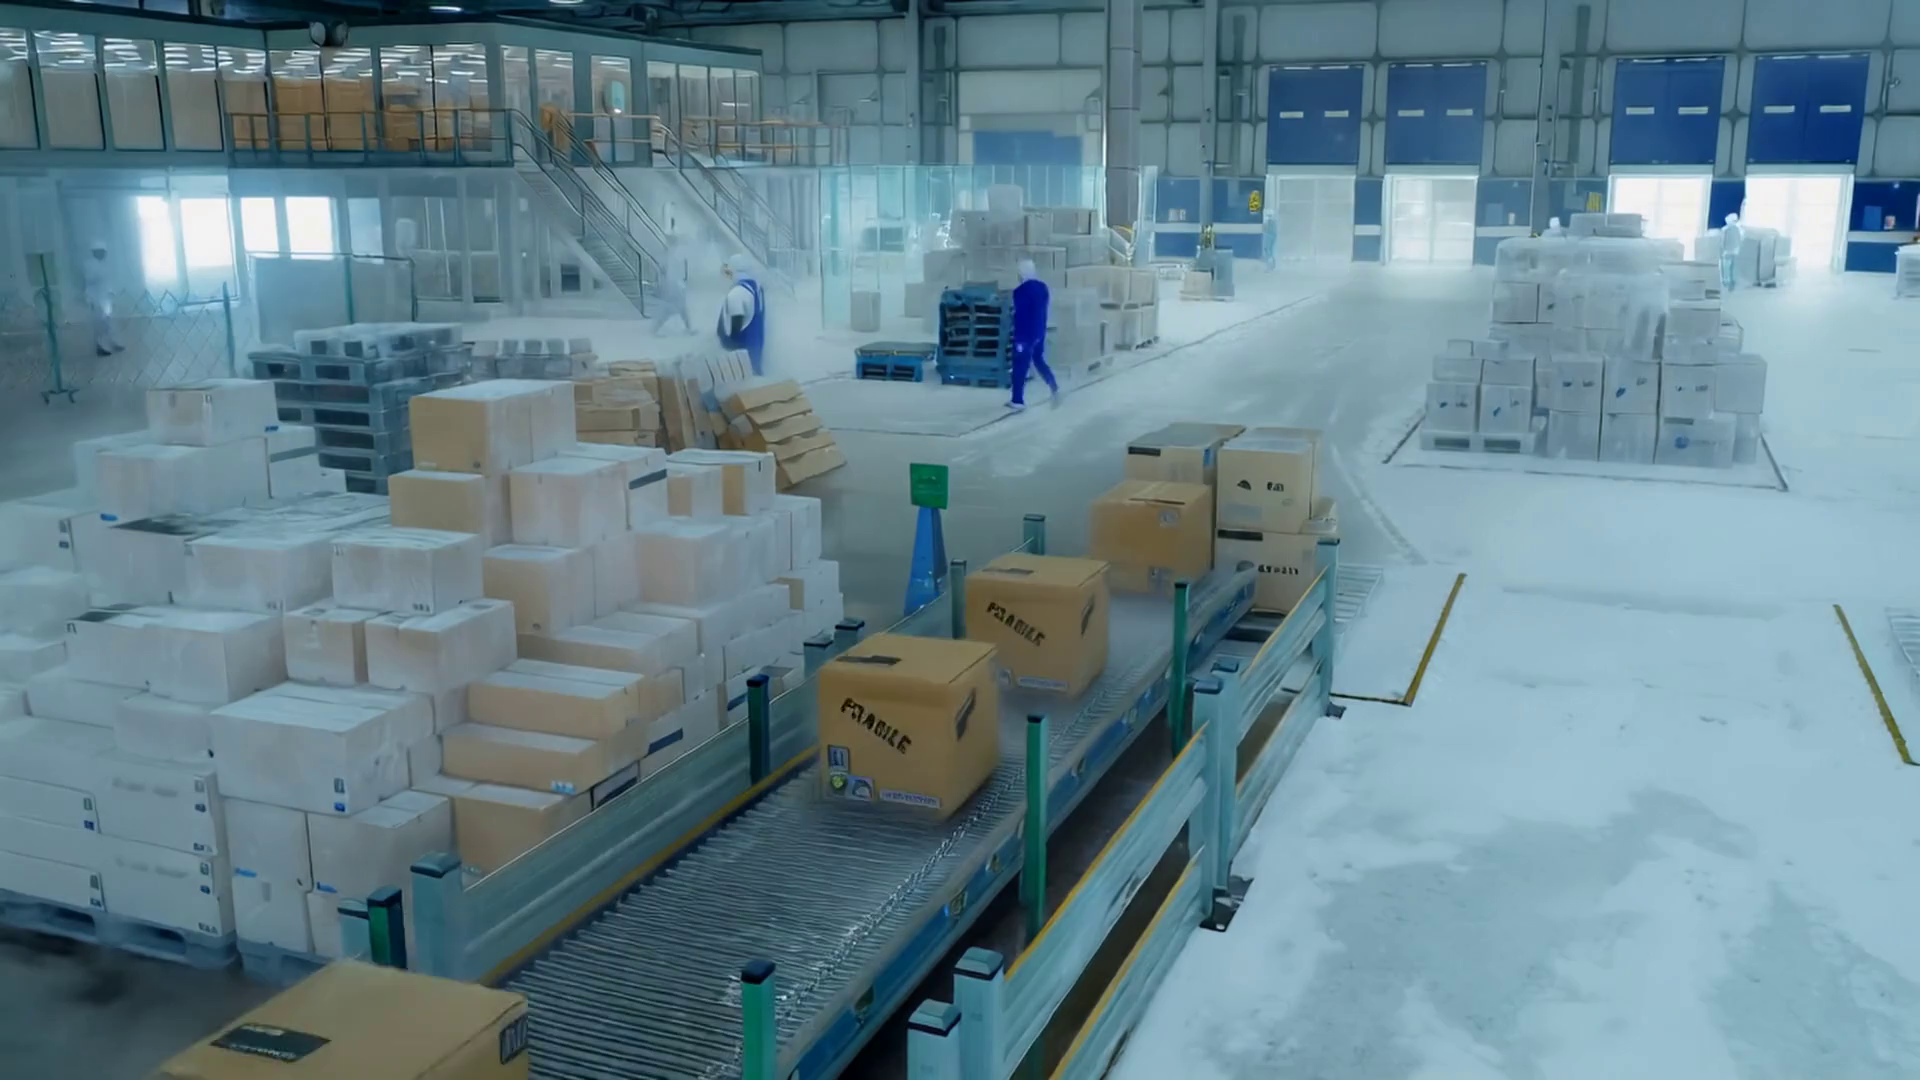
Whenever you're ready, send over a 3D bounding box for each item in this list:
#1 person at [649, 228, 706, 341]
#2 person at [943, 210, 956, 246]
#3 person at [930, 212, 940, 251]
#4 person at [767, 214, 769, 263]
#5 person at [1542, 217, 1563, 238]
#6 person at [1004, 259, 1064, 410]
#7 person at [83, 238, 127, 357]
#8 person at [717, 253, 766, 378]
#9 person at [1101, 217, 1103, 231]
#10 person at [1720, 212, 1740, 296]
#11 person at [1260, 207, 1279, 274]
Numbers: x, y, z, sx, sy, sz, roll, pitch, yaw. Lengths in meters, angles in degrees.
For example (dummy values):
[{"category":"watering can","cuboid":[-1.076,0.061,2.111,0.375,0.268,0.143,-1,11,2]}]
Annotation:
[{"category":"person","cuboid":[-5.083,-4.550,29.602,1.014,2.006,0.608,-5,14,-21]},{"category":"person","cuboid":[-0.191,-7.897,44.782,0.547,1.917,0.582,-1,13,-6]},{"category":"person","cuboid":[-0.766,-9.625,53.044,0.366,1.683,0.550,1,13,5]},{"category":"person","cuboid":[-5.652,-8.591,48.077,0.634,1.839,0.429,-4,13,-16]},{"category":"person","cuboid":[14.772,-7.116,41.458,0.626,1.844,0.429,-7,14,-28]},{"category":"person","cuboid":[0.922,-2.567,20.895,0.634,1.916,0.802,-11,17,-41]},{"category":"person","cuboid":[-13.812,-3.920,26.958,0.800,1.907,0.578,2,13,7]},{"category":"person","cuboid":[-2.596,-2.352,19.633,0.539,2.000,0.688,5,13,20]},{"category":"person","cuboid":[4.487,-9.319,51.069,0.637,1.956,0.899,12,17,43]},{"category":"person","cuboid":[18.452,-6.854,39.934,0.397,1.992,0.621,-1,13,-4]},{"category":"person","cuboid":[9.007,-8.704,48.403,0.620,1.911,0.425,-10,16,-39]}]
